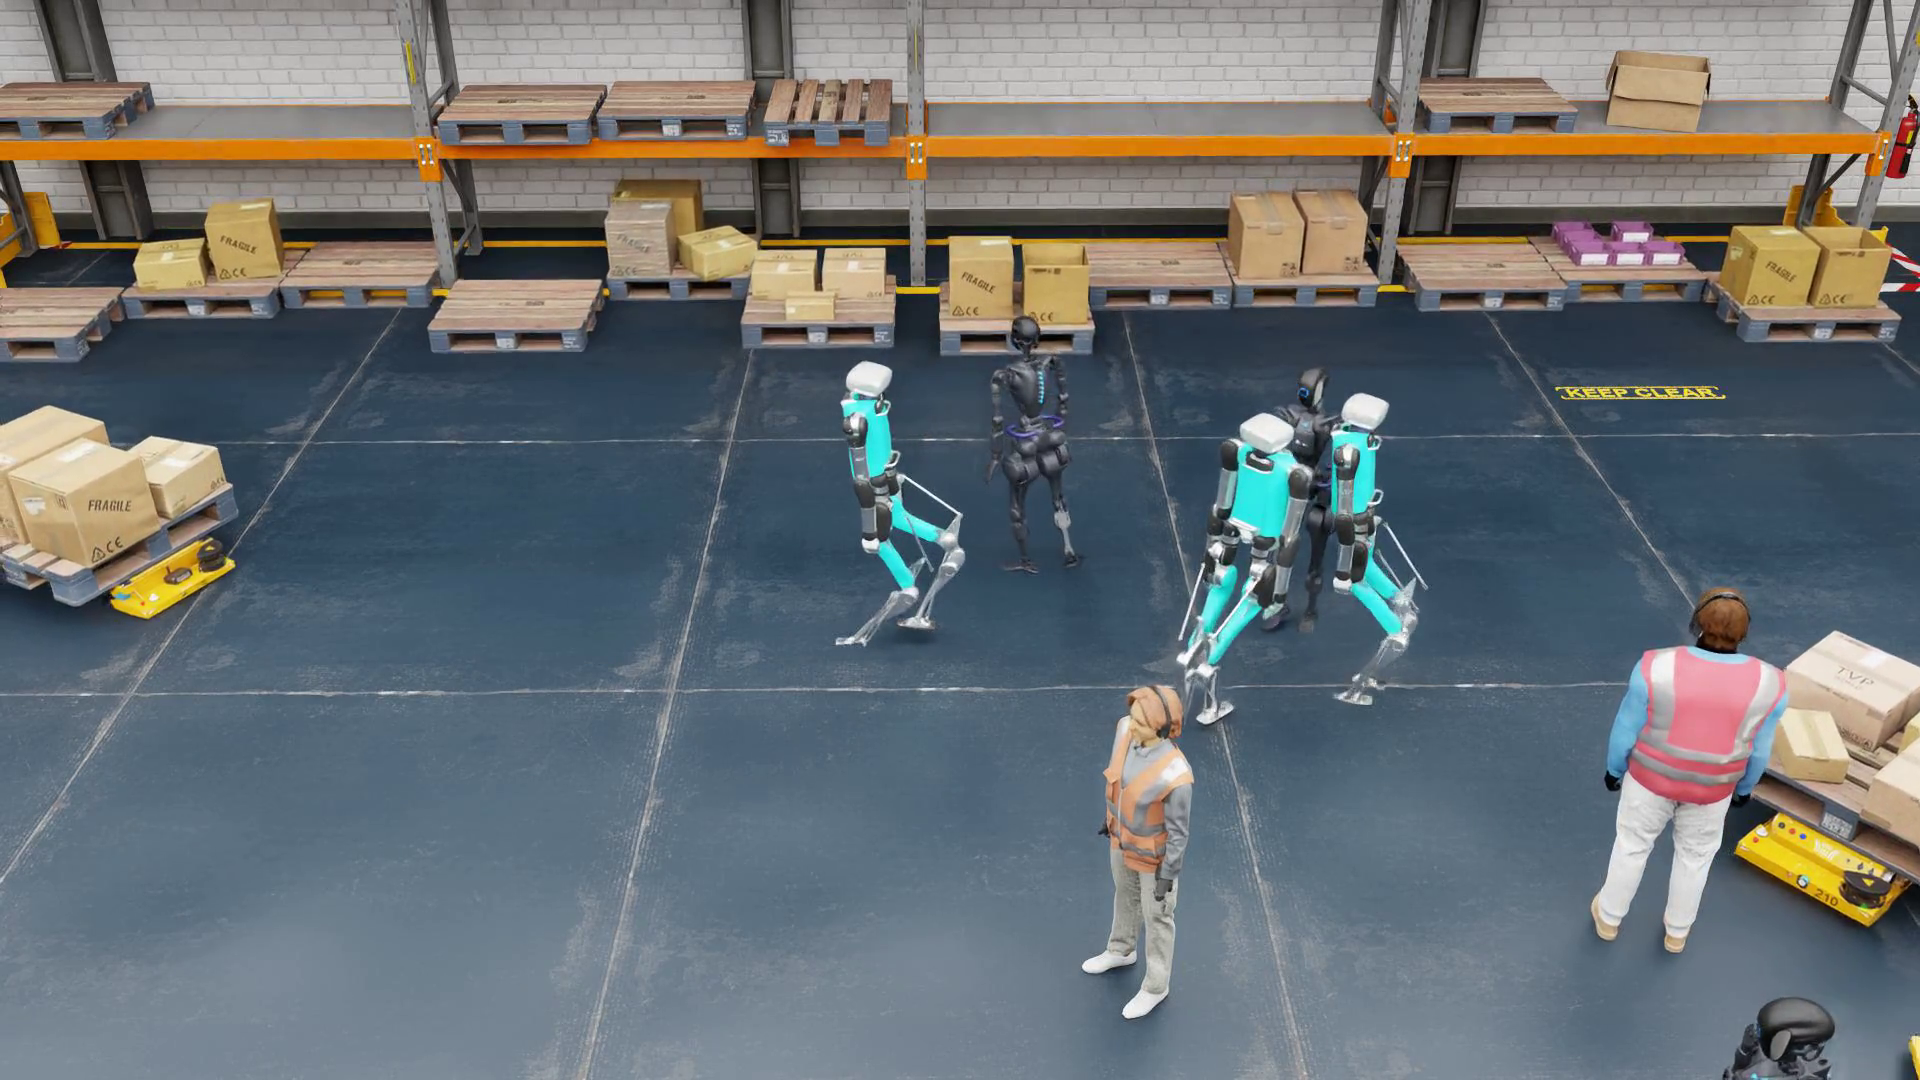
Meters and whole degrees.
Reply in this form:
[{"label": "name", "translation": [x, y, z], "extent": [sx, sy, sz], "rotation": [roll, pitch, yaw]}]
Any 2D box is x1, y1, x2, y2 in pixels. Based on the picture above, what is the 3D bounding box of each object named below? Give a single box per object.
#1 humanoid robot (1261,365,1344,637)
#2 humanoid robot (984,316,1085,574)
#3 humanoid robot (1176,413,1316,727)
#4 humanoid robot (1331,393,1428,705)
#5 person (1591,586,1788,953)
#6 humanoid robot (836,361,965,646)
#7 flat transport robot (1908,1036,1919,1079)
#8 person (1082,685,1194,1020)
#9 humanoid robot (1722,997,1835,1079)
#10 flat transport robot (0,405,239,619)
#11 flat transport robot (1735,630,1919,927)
[{"label": "humanoid robot", "translation": [1.957, -0.205, 9.371], "extent": [0.599, 1.656, 0.342], "rotation": [17, 35, 26]}, {"label": "humanoid robot", "translation": [0.465, -0.530, 9.933], "extent": [0.592, 1.647, 0.457], "rotation": [-18, 35, -27]}, {"label": "humanoid robot", "translation": [1.362, 0.303, 8.570], "extent": [0.533, 1.877, 0.767], "rotation": [27, 40, 37]}, {"label": "humanoid robot", "translation": [2.246, 0.081, 8.822], "extent": [0.711, 1.757, 0.532], "rotation": [11, 33, 18]}, {"label": "person", "translation": [3.118, 1.013, 7.206], "extent": [0.637, 1.839, 0.430], "rotation": [8, 32, 14]}, {"label": "humanoid robot", "translation": [-0.290, -0.130, 9.222], "extent": [0.837, 1.800, 0.551], "rotation": [5, 31, 9]}, {"label": "flat transport robot", "translation": [4.603, 2.321, 6.547], "extent": [1.431, 0.231, 0.659], "rotation": [8, 32, 13]}, {"label": "person", "translation": [0.764, 1.279, 6.945], "extent": [0.306, 1.643, 0.510], "rotation": [-15, 34, -24]}, {"label": "humanoid robot", "translation": [2.594, 2.148, 5.477], "extent": [0.450, 1.644, 0.612], "rotation": [0, 31, 0]}, {"label": "flat transport robot", "translation": [-5.251, 0.089, 10.262], "extent": [1.431, 0.231, 0.659], "rotation": [15, 34, 23]}, {"label": "flat transport robot", "translation": [4.496, 1.346, 8.171], "extent": [1.431, 0.231, 0.659], "rotation": [-23, 38, -33]}]
